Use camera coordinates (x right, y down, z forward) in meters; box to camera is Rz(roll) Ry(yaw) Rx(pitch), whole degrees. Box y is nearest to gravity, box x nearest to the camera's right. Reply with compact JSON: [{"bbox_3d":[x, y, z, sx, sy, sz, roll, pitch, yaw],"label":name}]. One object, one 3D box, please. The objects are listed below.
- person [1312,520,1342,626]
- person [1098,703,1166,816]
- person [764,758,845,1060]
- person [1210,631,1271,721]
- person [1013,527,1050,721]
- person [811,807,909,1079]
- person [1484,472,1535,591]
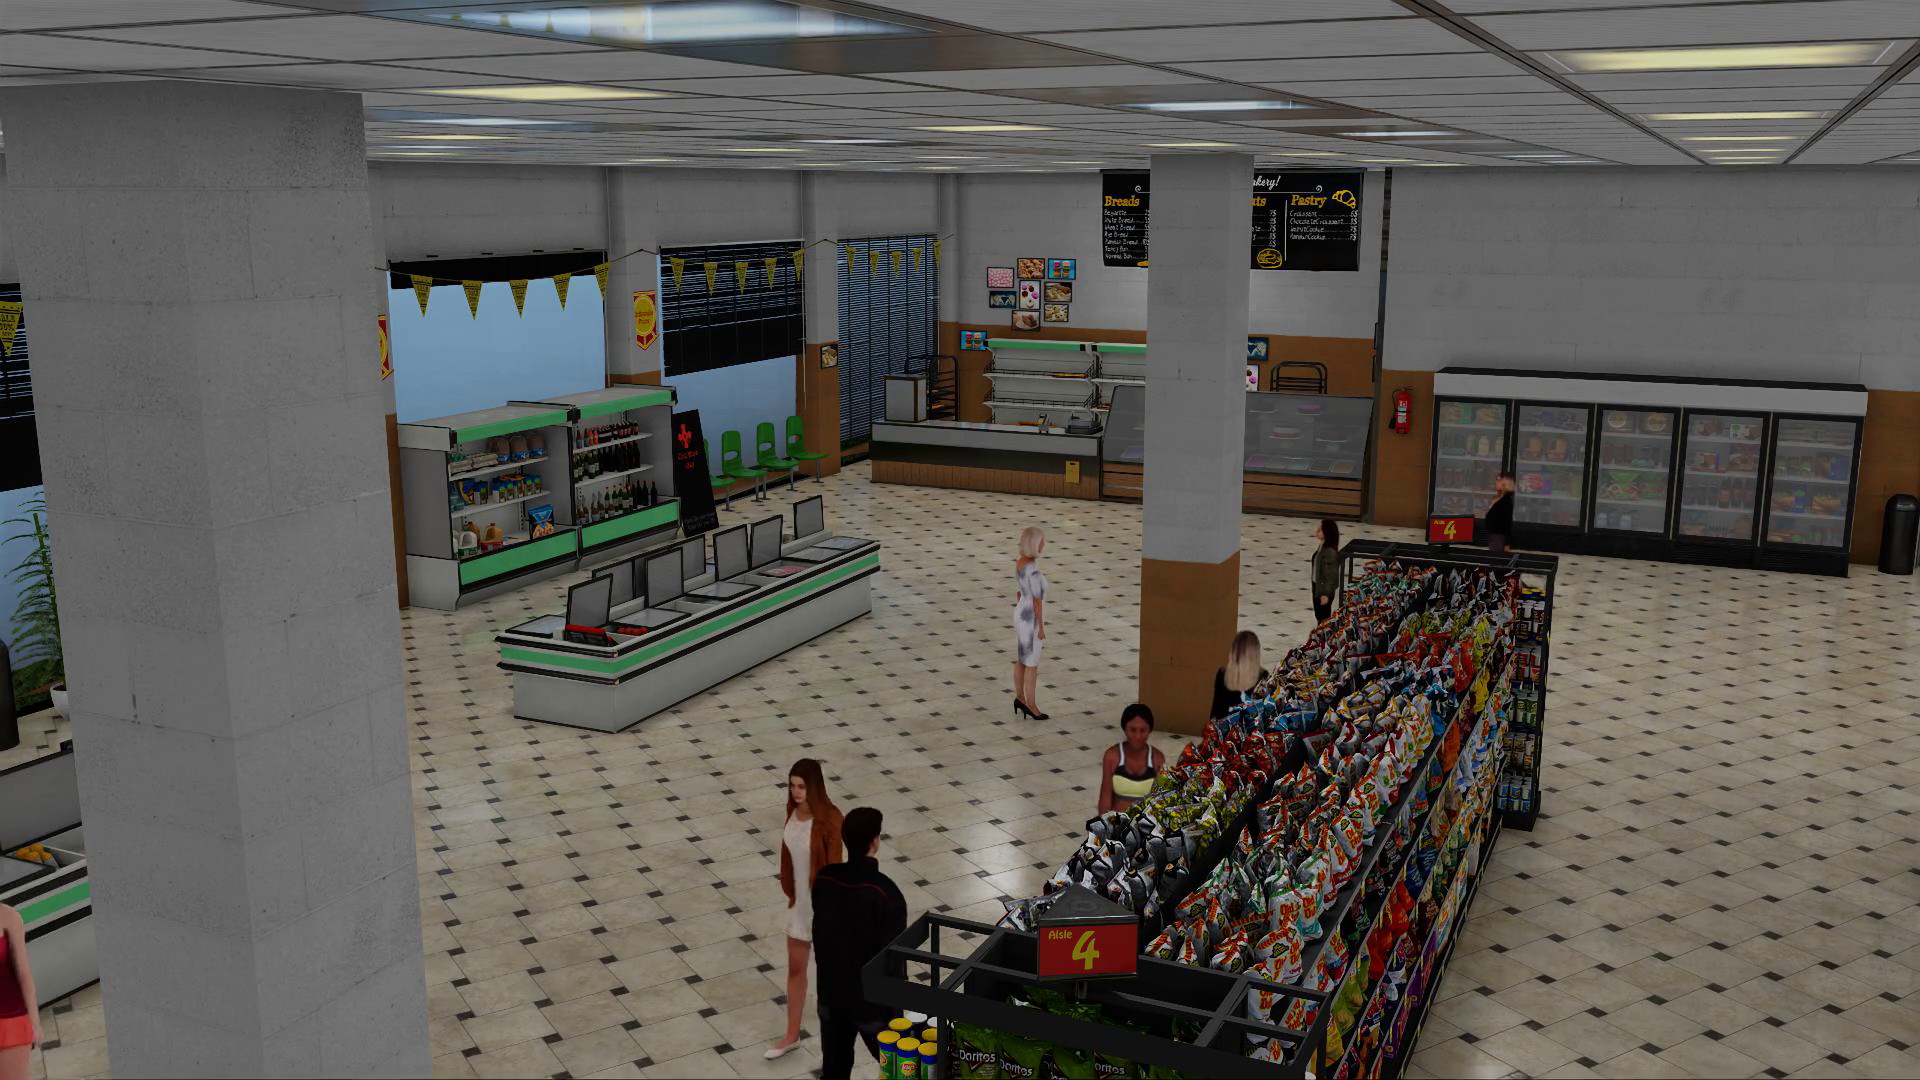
[{"bbox_3d":[3.663,0.516,16.716,0.710,1.475,0.579,0,12,1],"label":"person"},{"bbox_3d":[1.007,1.799,10.038,0.794,1.715,1.195,2,12,7],"label":"person"},{"bbox_3d":[-0.714,1.988,9.246,0.781,1.672,1.175,9,15,35],"label":"person"},{"bbox_3d":[1.956,1.485,11.635,0.656,1.671,0.781,5,13,21],"label":"person"},{"bbox_3d":[0.623,0.740,14.986,0.692,1.750,0.637,-5,13,-21],"label":"person"},{"bbox_3d":[-0.540,2.198,7.902,0.792,1.815,0.863,7,14,30],"label":"person"},{"bbox_3d":[6.044,0.080,18.359,0.819,1.651,0.964,2,12,8],"label":"person"}]
